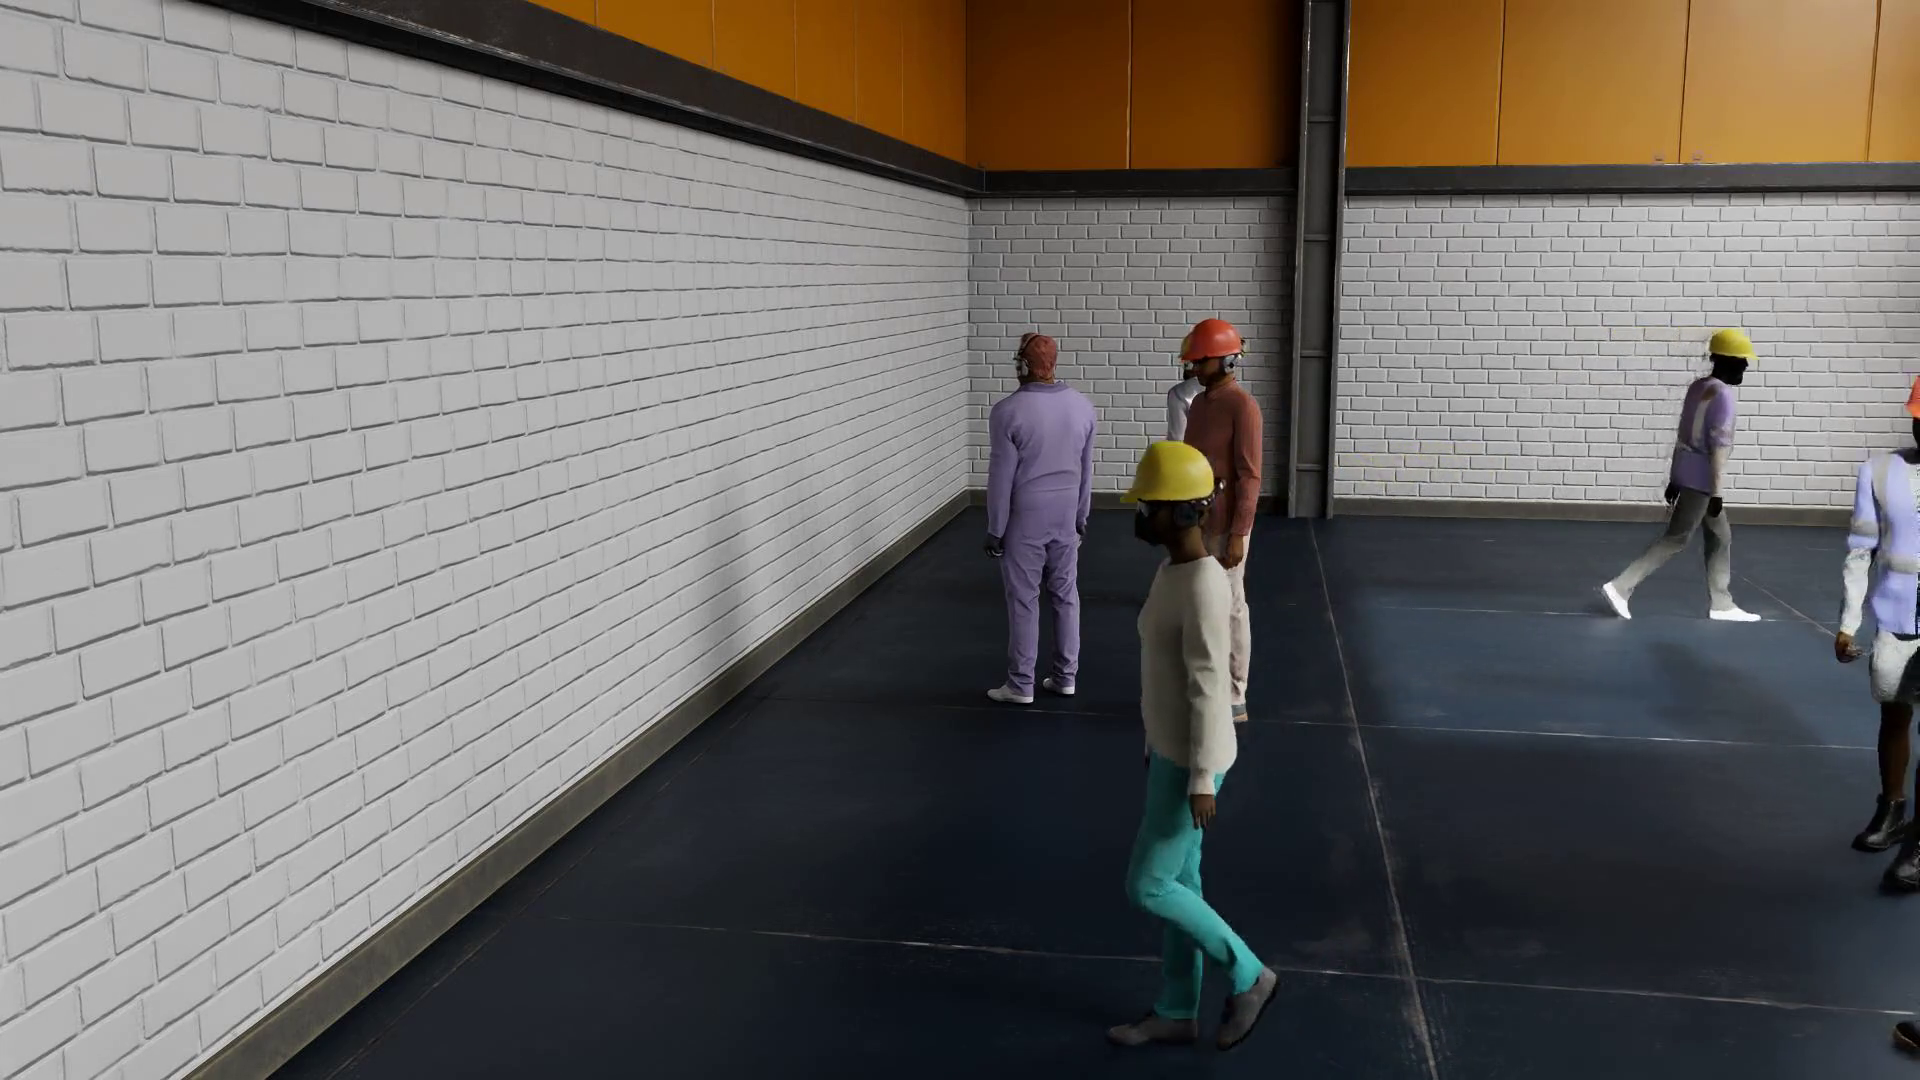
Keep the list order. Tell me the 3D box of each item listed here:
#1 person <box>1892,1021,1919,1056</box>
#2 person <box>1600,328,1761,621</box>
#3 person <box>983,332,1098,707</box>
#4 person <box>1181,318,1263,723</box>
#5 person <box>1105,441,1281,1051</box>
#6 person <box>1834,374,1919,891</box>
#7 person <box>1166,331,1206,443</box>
[{"bbox_3d":[2.973,0.517,4.536,0.548,1.953,0.638,4,10,23],"label":"person"},{"bbox_3d":[4.579,-0.399,10.498,0.957,1.883,0.610,2,9,9],"label":"person"},{"bbox_3d":[0.387,-0.105,8.542,0.643,1.912,0.410,-6,11,-34],"label":"person"},{"bbox_3d":[1.245,-0.087,8.176,0.382,1.993,0.609,-4,10,-22],"label":"person"},{"bbox_3d":[0.627,0.597,4.643,0.407,1.752,0.549,0,9,-3],"label":"person"},{"bbox_3d":[3.488,0.308,6.037,0.865,1.886,0.605,-8,12,-42],"label":"person"},{"bbox_3d":[1.566,-0.454,10.952,0.600,1.827,0.404,-6,11,-34],"label":"person"}]
